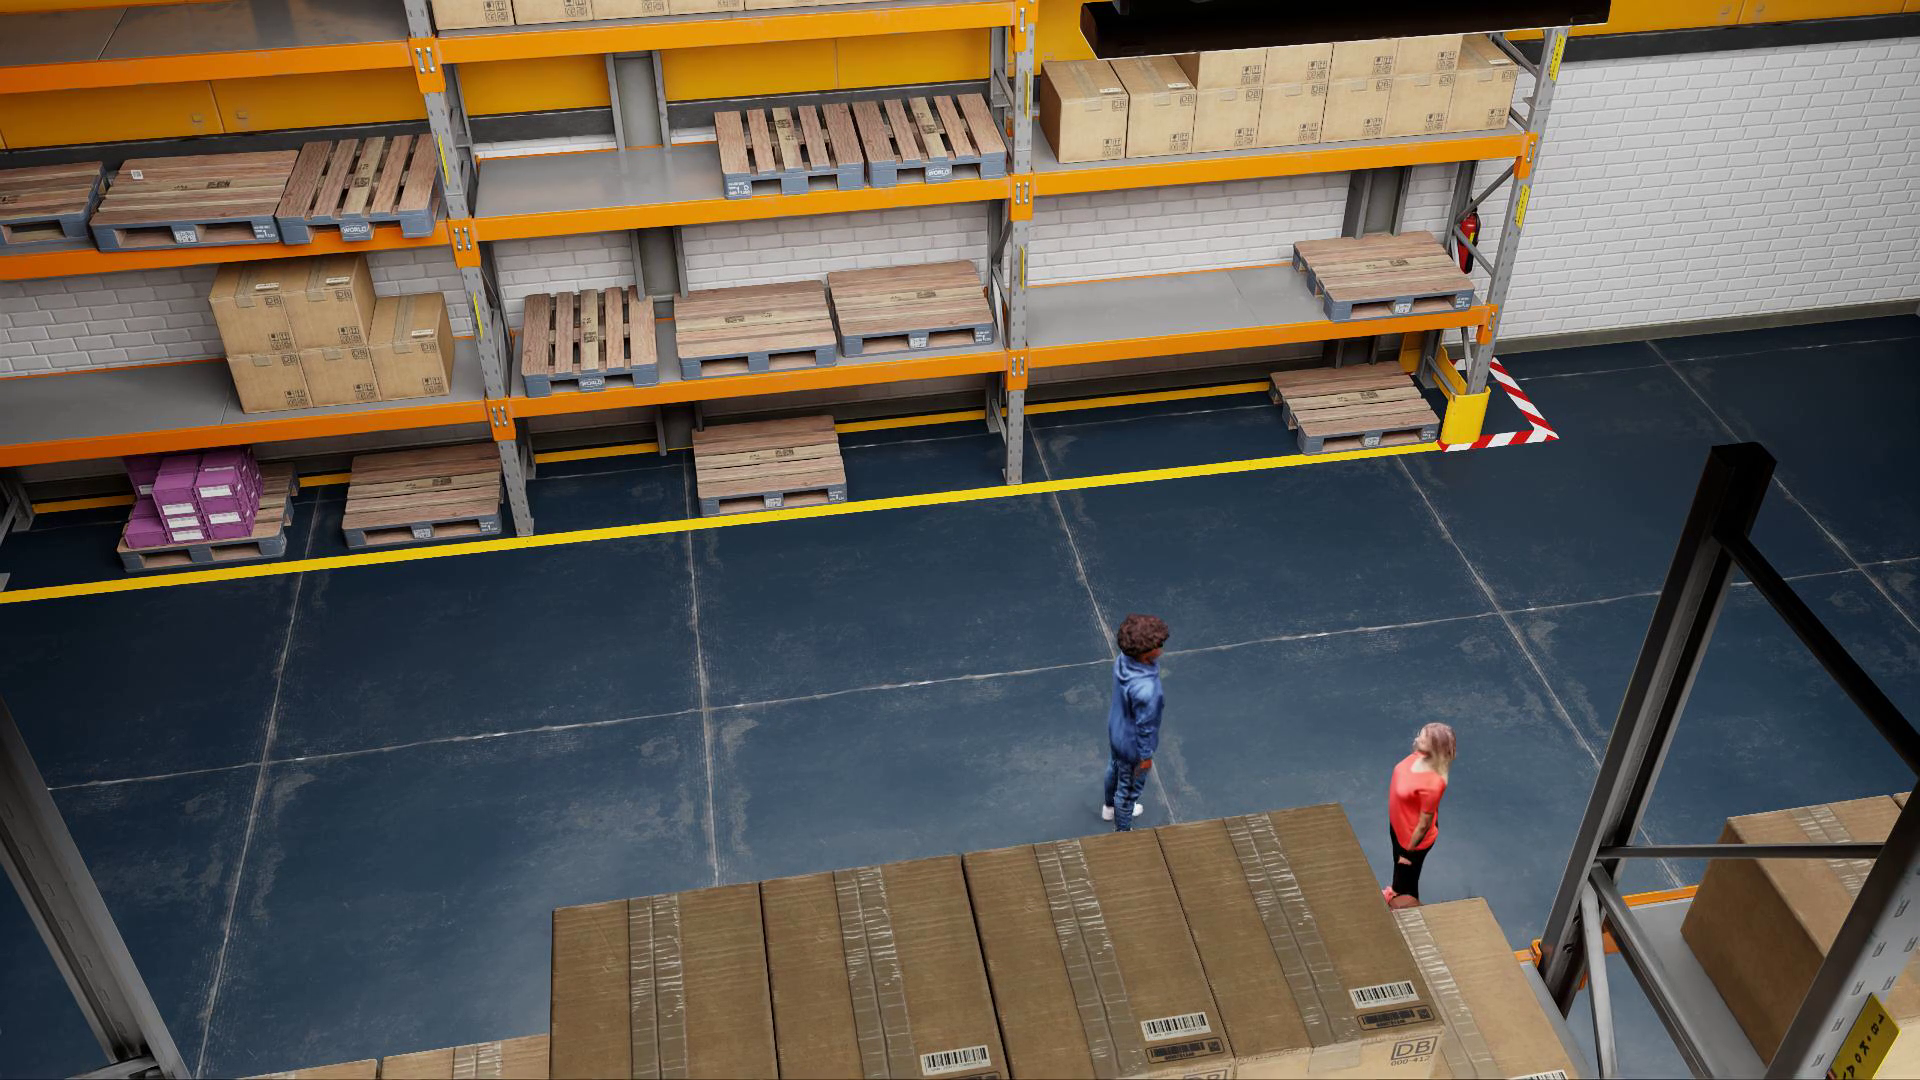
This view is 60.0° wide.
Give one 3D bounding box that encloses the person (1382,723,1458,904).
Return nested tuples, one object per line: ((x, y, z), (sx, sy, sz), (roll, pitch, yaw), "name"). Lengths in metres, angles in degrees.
((2.673, 1.701, 9.794), (0.623, 1.695, 0.650), (4, 39, 5), "person")

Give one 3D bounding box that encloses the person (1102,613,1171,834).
((1.079, 1.181, 10.354), (0.540, 1.808, 0.673), (-5, 39, -7), "person")
